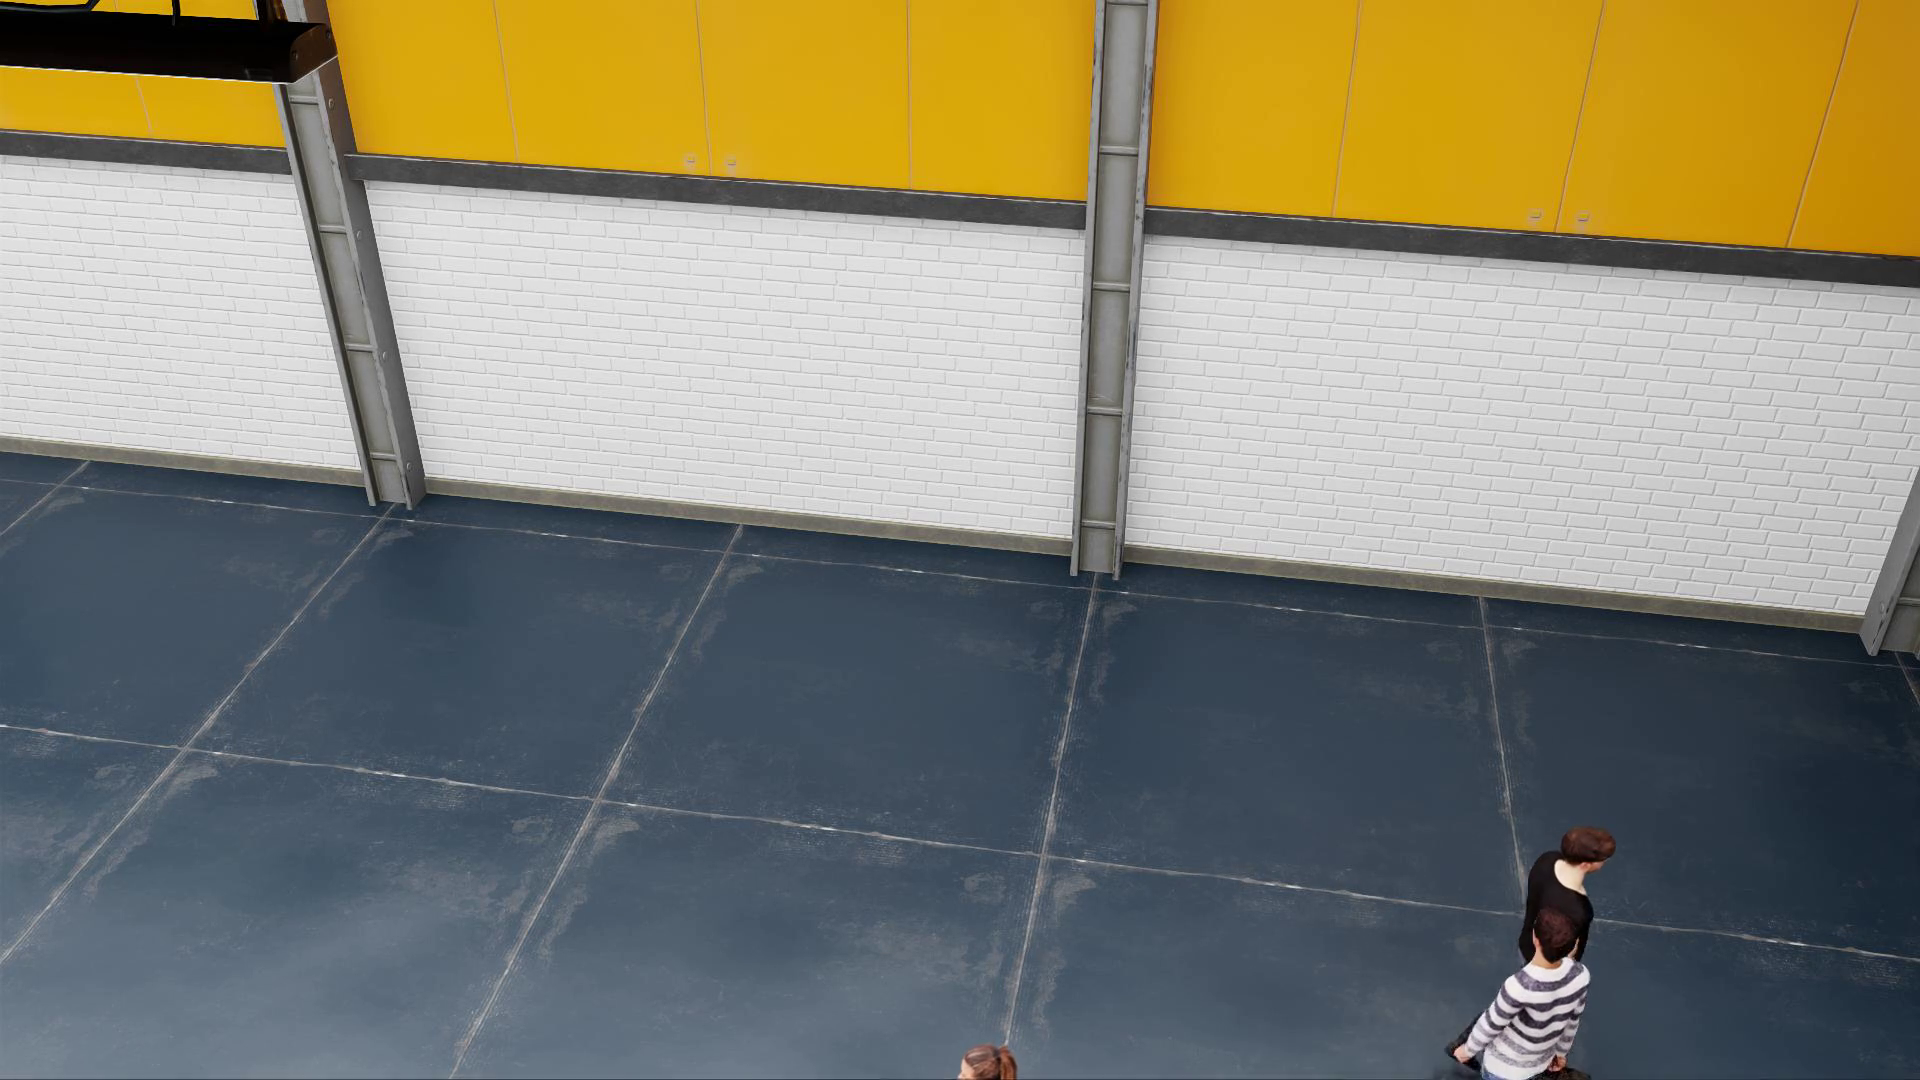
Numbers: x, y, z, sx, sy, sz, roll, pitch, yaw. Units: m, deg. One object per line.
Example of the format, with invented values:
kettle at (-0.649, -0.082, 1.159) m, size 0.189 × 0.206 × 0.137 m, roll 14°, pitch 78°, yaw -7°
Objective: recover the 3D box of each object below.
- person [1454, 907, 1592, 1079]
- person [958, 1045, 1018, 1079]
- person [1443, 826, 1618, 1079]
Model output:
person at (2.793, 2.611, 8.139) m, size 1.219 × 1.807 × 1.167 m, roll -14°, pitch 36°, yaw -21°
person at (0.147, 2.946, 7.711) m, size 0.631 × 1.724 × 0.623 m, roll -6°, pitch 34°, yaw -9°
person at (3.010, 2.197, 8.704) m, size 1.125 × 1.872 × 0.855 m, roll -4°, pitch 34°, yaw -6°
